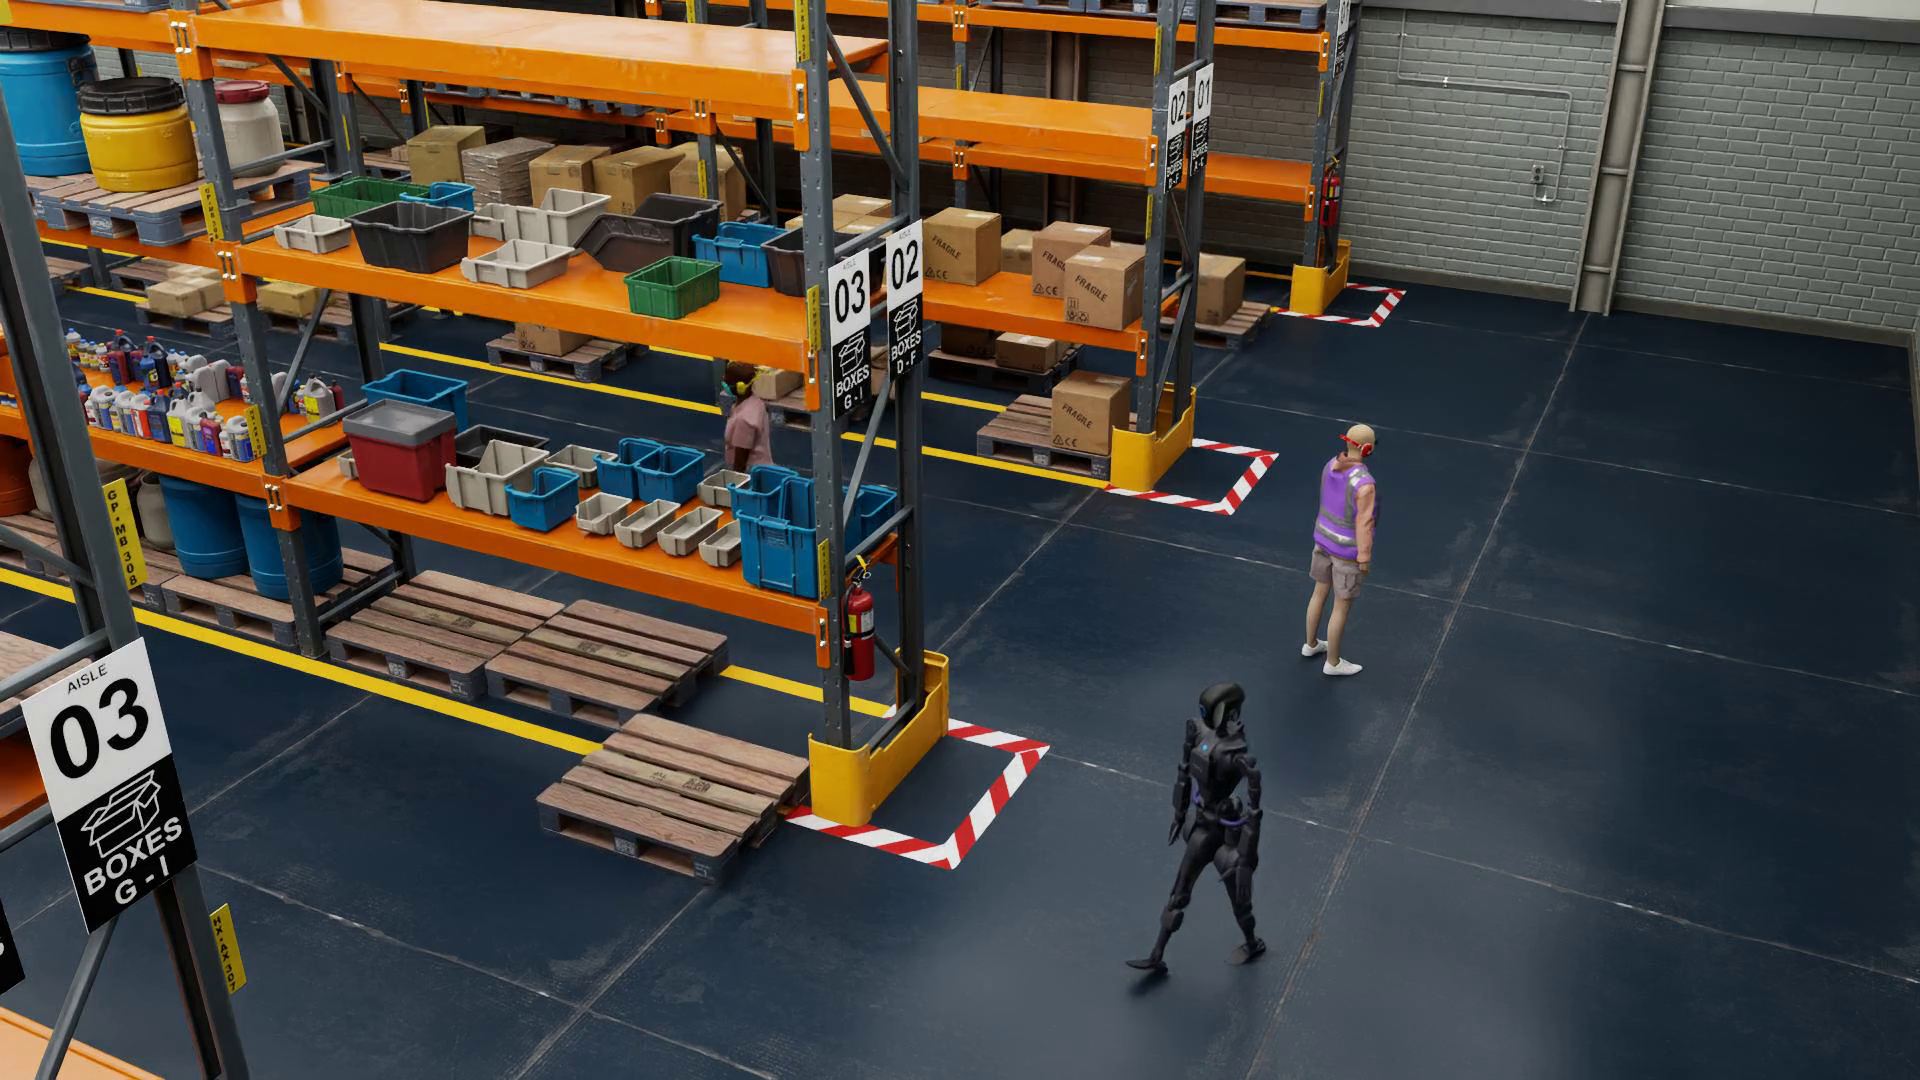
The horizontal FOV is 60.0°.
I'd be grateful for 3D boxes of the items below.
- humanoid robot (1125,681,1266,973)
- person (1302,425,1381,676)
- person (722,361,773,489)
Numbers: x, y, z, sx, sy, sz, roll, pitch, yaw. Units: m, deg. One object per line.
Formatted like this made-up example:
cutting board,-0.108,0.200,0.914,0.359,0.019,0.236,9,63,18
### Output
humanoid robot,1.203,1.413,7.895,0.770,1.630,0.599,-16,30,-29
person,2.435,0.060,10.584,0.349,1.688,0.489,-11,28,-21
person,-1.503,-0.406,11.448,0.852,1.753,0.526,-3,26,-5
